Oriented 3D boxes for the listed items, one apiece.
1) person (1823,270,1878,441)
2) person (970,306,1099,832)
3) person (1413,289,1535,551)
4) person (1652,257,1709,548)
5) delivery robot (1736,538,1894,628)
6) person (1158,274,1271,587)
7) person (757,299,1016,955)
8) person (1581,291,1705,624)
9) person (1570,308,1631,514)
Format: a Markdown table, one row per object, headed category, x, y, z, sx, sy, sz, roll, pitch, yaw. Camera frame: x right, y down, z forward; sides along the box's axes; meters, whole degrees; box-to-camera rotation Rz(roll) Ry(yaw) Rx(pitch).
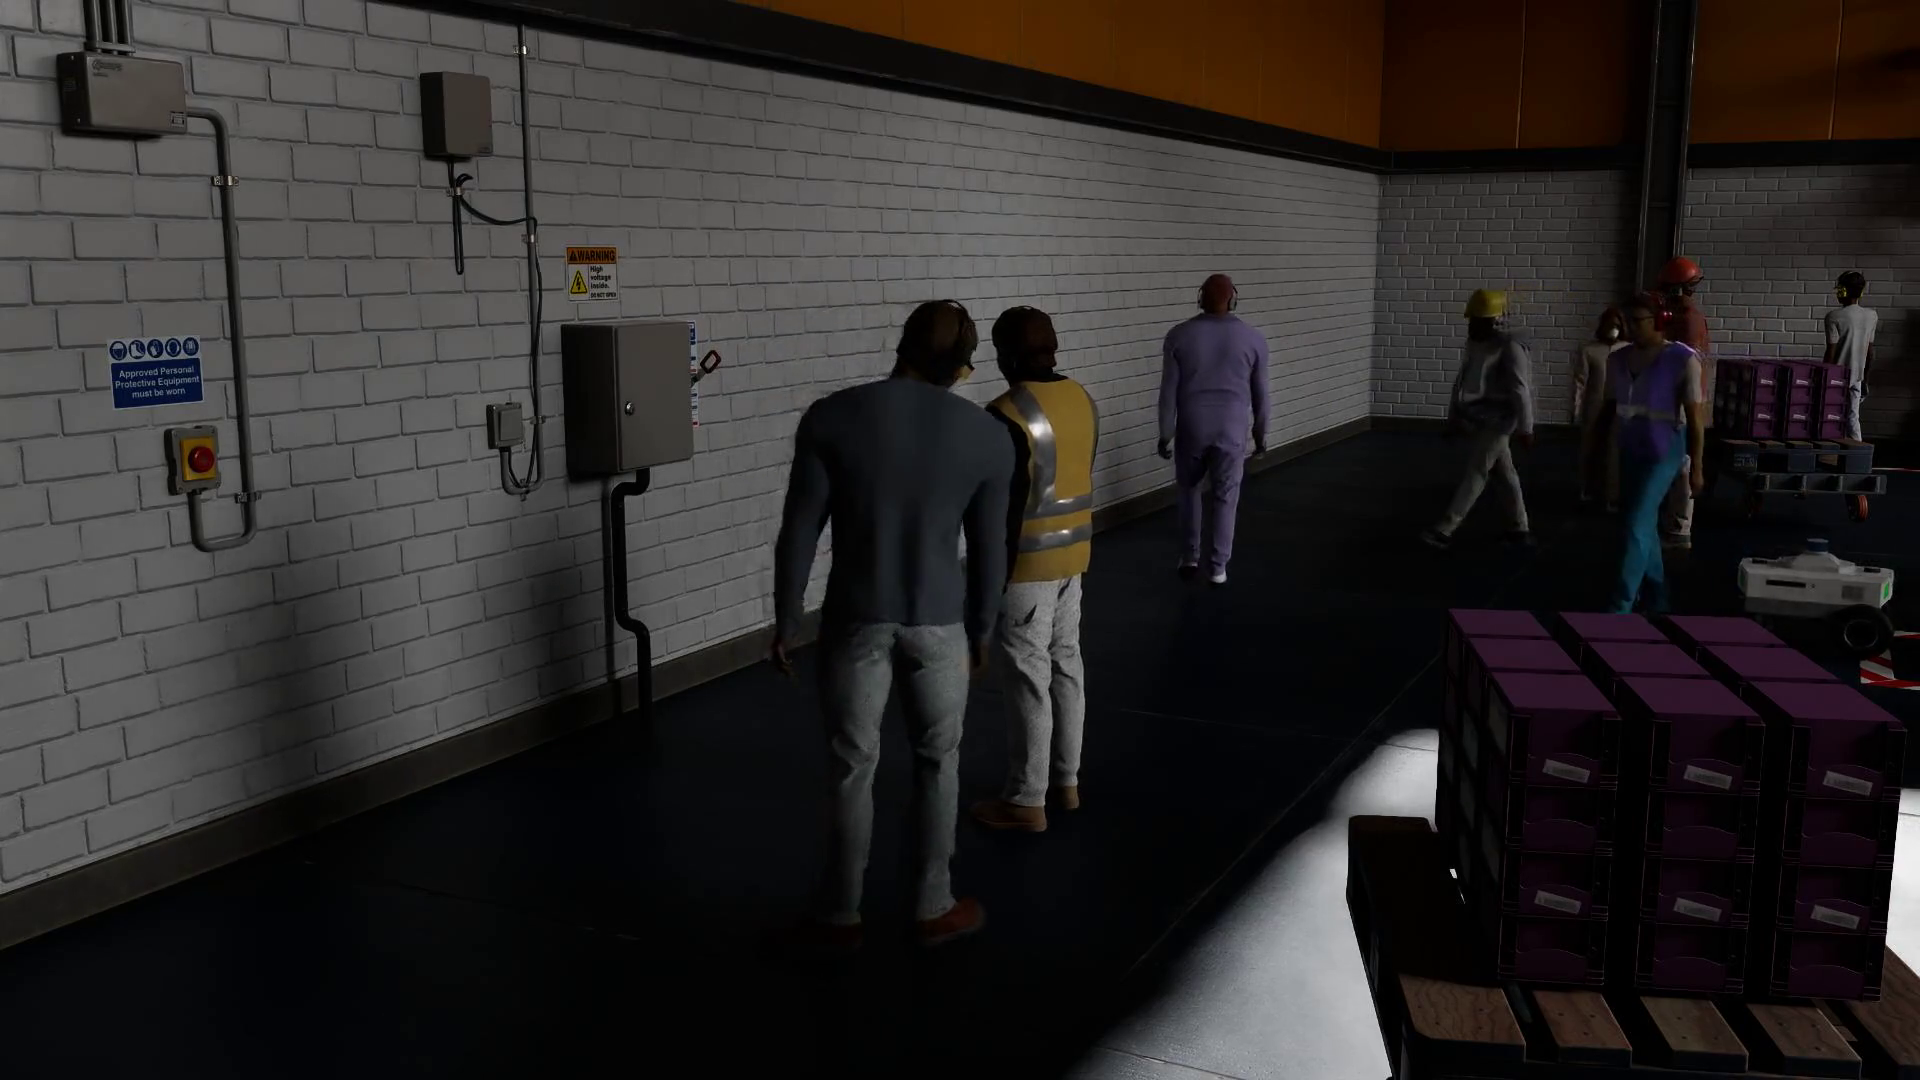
| category | x | y | z | sx | sy | sz | roll | pitch | yaw |
| --- | --- | --- | --- | --- | --- | --- | --- | --- | --- |
| person | 7.510 | -1.346 | 14.154 | 0.513 | 1.875 | 0.328 | -3 | 10 | -15 |
| person | 0.239 | 0.103 | 5.865 | 0.430 | 1.841 | 0.623 | 6 | 12 | 32 |
| person | 3.524 | -0.799 | 11.256 | 0.935 | 1.767 | 0.644 | -2 | 10 | -10 |
| person | 4.920 | -0.940 | 11.453 | 0.390 | 1.990 | 0.623 | 4 | 10 | 20 |
| delivery robot | 4.378 | 0.236 | 8.535 | 0.707 | 0.478 | 0.477 | 5 | 11 | 28 |
| person | 1.563 | -0.679 | 10.229 | 0.683 | 1.885 | 0.653 | 1 | 10 | 8 |
| person | -0.238 | 0.264 | 4.815 | 0.783 | 1.900 | 0.374 | -1 | 10 | -7 |
| person | 3.570 | -0.406 | 8.862 | 0.792 | 1.814 | 0.583 | -4 | 11 | -23 |
| person | 5.113 | -1.045 | 13.208 | 0.513 | 1.602 | 0.815 | 2 | 10 | 13 |
